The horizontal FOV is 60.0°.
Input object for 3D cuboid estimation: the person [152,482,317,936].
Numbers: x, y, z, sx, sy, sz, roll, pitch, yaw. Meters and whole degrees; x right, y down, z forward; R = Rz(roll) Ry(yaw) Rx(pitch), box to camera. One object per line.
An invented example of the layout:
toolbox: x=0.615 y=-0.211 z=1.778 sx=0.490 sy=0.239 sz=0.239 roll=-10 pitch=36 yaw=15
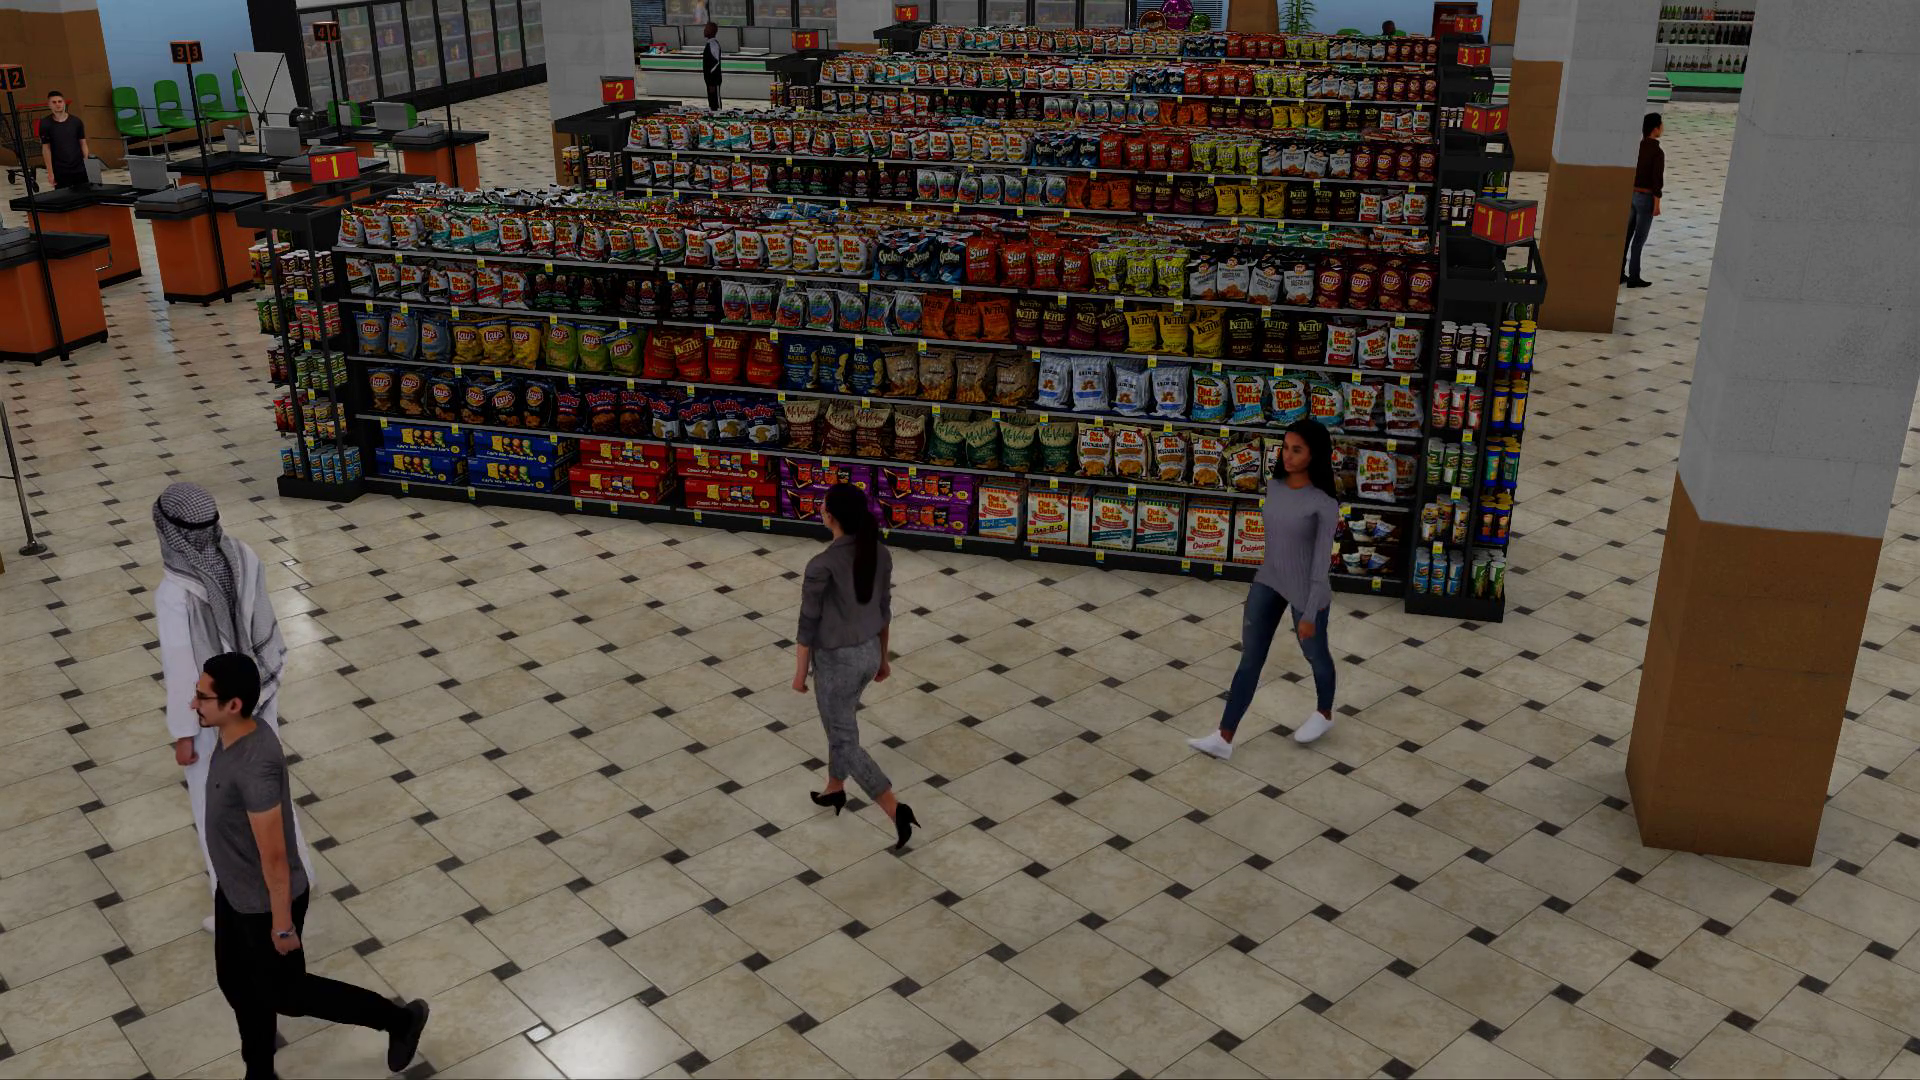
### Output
person: x=-2.914 y=0.678 z=6.597 sx=0.607 sy=1.927 sz=0.672 roll=6 pitch=23 yaw=15

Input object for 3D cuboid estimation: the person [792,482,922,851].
person: x=-0.444 y=0.588 z=7.191 sx=1.124 sy=1.650 sz=0.925 roll=20 pitch=29 yaw=40

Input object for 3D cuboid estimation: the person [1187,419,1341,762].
person: x=1.671 y=0.256 z=7.967 sx=1.155 sy=1.688 sz=1.158 roll=-15 pitch=26 yaw=-33

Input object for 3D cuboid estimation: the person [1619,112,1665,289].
person: x=7.057 y=-3.526 z=17.252 sx=0.728 sy=1.782 sz=0.719 roll=-8 pitch=23 yaw=-18

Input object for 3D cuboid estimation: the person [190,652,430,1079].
person: x=-2.275 y=1.170 z=5.632 sx=1.077 sy=1.733 sz=1.040 roll=-13 pitch=26 yaw=-30

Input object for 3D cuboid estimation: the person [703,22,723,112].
person: x=-3.986 y=-7.454 z=26.967 sx=0.722 sy=1.828 sz=0.736 roll=-5 pitch=22 yaw=-12

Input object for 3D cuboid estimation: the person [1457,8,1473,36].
person: x=9.150 y=-8.648 z=30.023 sx=1.175 sy=1.765 sz=0.721 roll=7 pitch=23 yaw=17

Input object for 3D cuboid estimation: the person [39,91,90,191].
person: x=-10.196 y=-4.240 z=19.055 sx=0.721 sy=1.763 sz=0.732 roll=-18 pitch=28 yaw=-37
